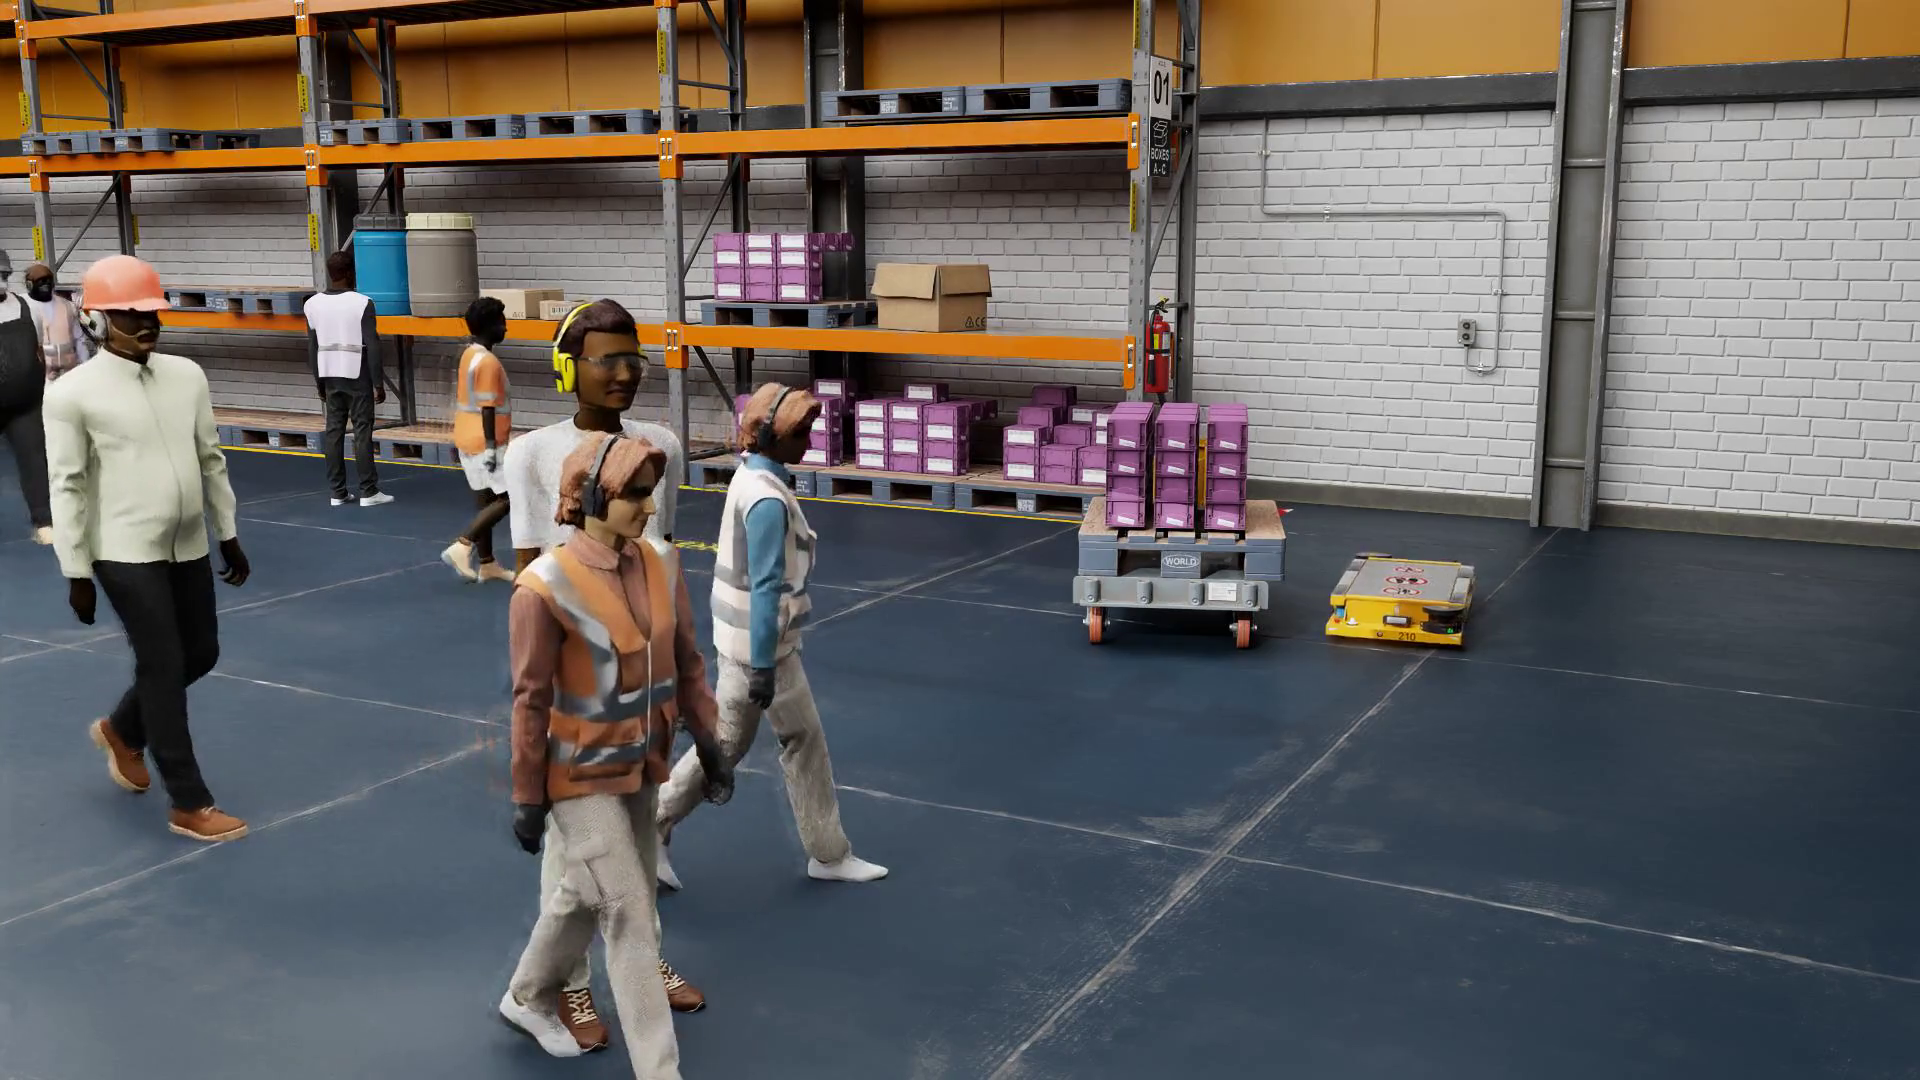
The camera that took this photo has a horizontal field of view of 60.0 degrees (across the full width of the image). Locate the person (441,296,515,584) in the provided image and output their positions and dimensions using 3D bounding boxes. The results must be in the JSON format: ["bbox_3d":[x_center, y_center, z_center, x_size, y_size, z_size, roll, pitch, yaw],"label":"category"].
[{"bbox_3d":[-2.765,-0.551,9.569,0.417,1.687,0.545,-6,12,-30],"label":"person"}]

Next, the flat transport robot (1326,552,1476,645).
[{"bbox_3d":[2.366,0.292,8.827,0.652,0.197,1.431,4,11,19],"label":"flat transport robot"}]

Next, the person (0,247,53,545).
[{"bbox_3d":[-6.431,-1.007,11.093,1.038,2.000,0.689,9,14,41],"label":"person"}]

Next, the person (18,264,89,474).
[{"bbox_3d":[-7.695,-1.418,14.013,0.939,1.805,0.637,7,12,34],"label":"person"}]

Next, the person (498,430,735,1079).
[{"bbox_3d":[-0.839,0.541,3.870,0.831,1.612,0.521,5,12,26],"label":"person"}]

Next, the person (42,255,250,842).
[{"bbox_3d":[-2.796,0.018,5.686,0.835,1.970,0.633,4,11,21],"label":"person"}]

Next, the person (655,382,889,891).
[{"bbox_3d":[-0.656,0.311,5.065,0.805,1.602,0.532,-2,11,-13],"label":"person"}]

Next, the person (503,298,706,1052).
[{"bbox_3d":[-0.886,0.333,4.217,0.513,1.871,0.328,-10,14,-44],"label":"person"}]

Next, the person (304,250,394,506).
[{"bbox_3d":[-4.615,-1.207,12.523,0.593,1.920,0.391,2,11,12],"label":"person"}]
